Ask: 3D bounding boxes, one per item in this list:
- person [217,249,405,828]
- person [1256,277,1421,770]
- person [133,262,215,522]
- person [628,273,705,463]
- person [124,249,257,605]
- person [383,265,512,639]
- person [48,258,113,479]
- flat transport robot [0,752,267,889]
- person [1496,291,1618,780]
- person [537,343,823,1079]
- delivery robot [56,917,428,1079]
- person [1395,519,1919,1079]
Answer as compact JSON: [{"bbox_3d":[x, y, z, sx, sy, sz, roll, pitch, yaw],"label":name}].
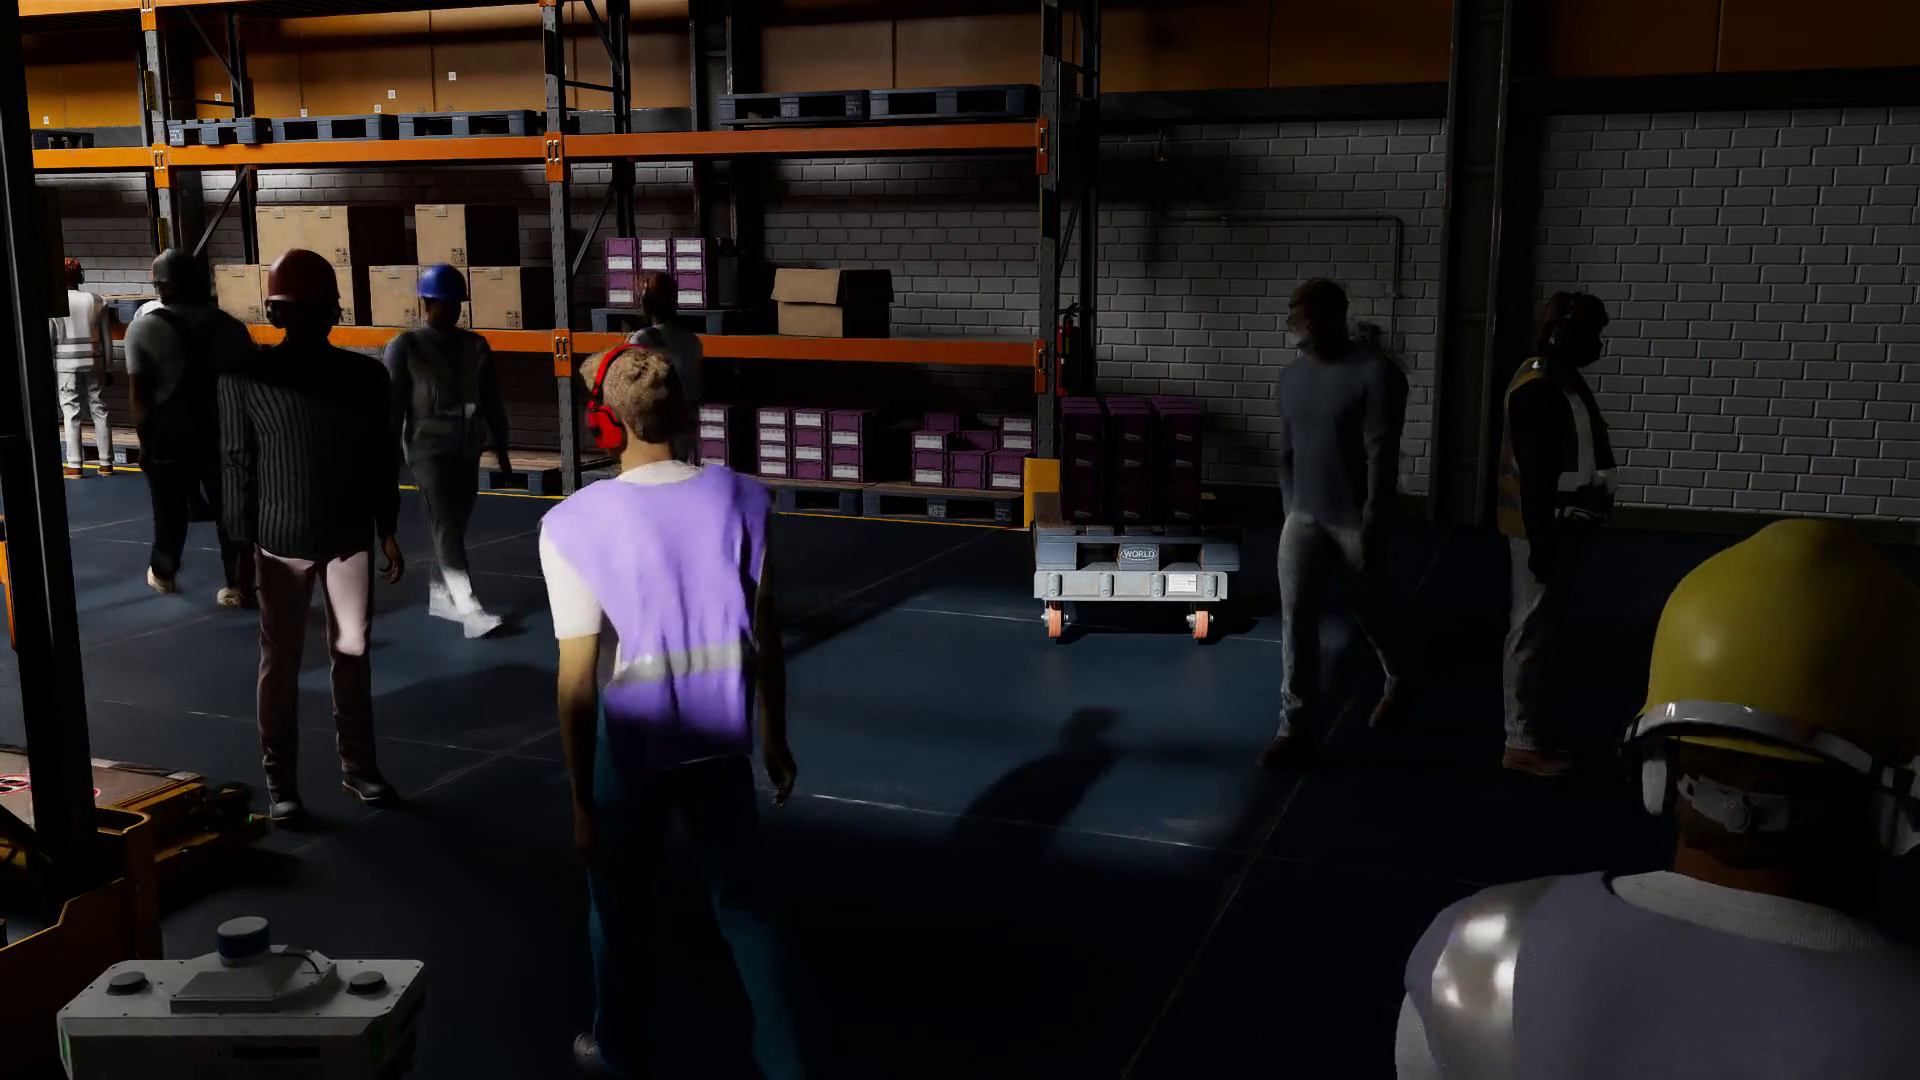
[{"bbox_3d":[-2.251,-0.010,5.842,0.612,1.994,0.394,-9,13,-39],"label":"person"},{"bbox_3d":[1.529,-0.092,6.587,0.970,1.899,0.634,-9,14,-42],"label":"person"},{"bbox_3d":[-5.669,-1.095,12.048,0.547,1.938,0.377,3,11,19],"label":"person"},{"bbox_3d":[-1.604,-0.498,8.981,0.909,1.847,0.650,5,11,27],"label":"person"},{"bbox_3d":[-4.309,-0.660,9.338,0.699,2.000,1.010,-9,14,-42],"label":"person"},{"bbox_3d":[-2.607,-0.458,8.614,0.909,1.899,0.639,8,13,38],"label":"person"},{"bbox_3d":[-7.552,-1.462,14.246,0.356,1.882,0.574,10,14,43],"label":"person"},{"bbox_3d":[-3.099,0.911,5.515,1.431,0.197,0.652,4,11,22],"label":"flat transport robot"},{"bbox_3d":[2.280,-0.027,6.383,0.429,1.839,0.623,5,11,25],"label":"person"},{"bbox_3d":[-0.591,0.475,3.652,0.600,1.814,0.889,-8,13,-36],"label":"person"},{"bbox_3d":[-1.539,1.063,3.614,0.707,0.478,0.477,0,10,0],"label":"delivery robot"},{"bbox_3d":[0.747,0.871,1.504,0.875,1.790,0.603,-9,14,-41],"label":"person"}]
